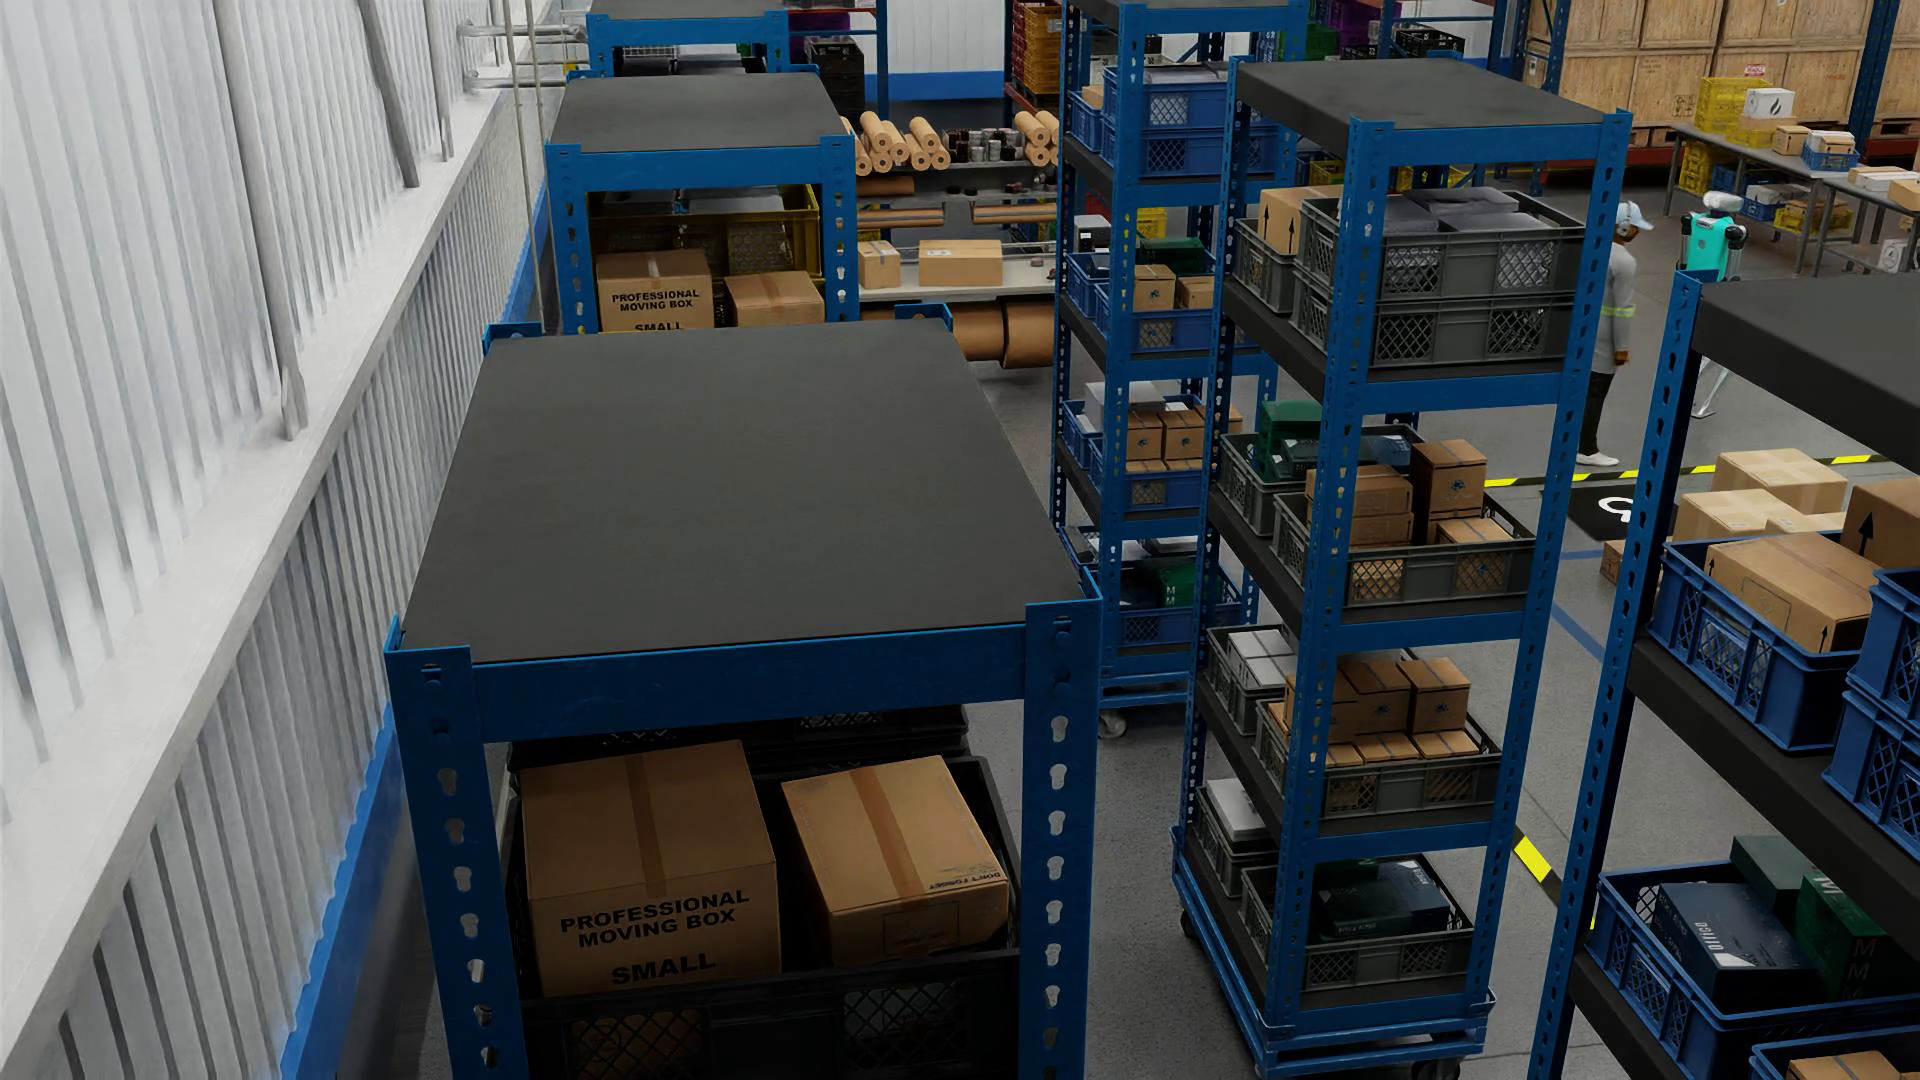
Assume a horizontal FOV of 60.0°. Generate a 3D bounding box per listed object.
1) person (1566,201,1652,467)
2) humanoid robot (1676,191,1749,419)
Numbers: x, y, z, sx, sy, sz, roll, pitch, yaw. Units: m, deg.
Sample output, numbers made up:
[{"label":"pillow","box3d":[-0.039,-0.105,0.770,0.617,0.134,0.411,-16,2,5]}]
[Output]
[{"label":"person","box3d":[4.464,-1.426,11.509,0.397,1.847,0.587,-5,25,-10]},{"label":"humanoid robot","box3d":[5.570,-1.731,12.143,0.735,1.677,0.533,-11,27,-23]}]
